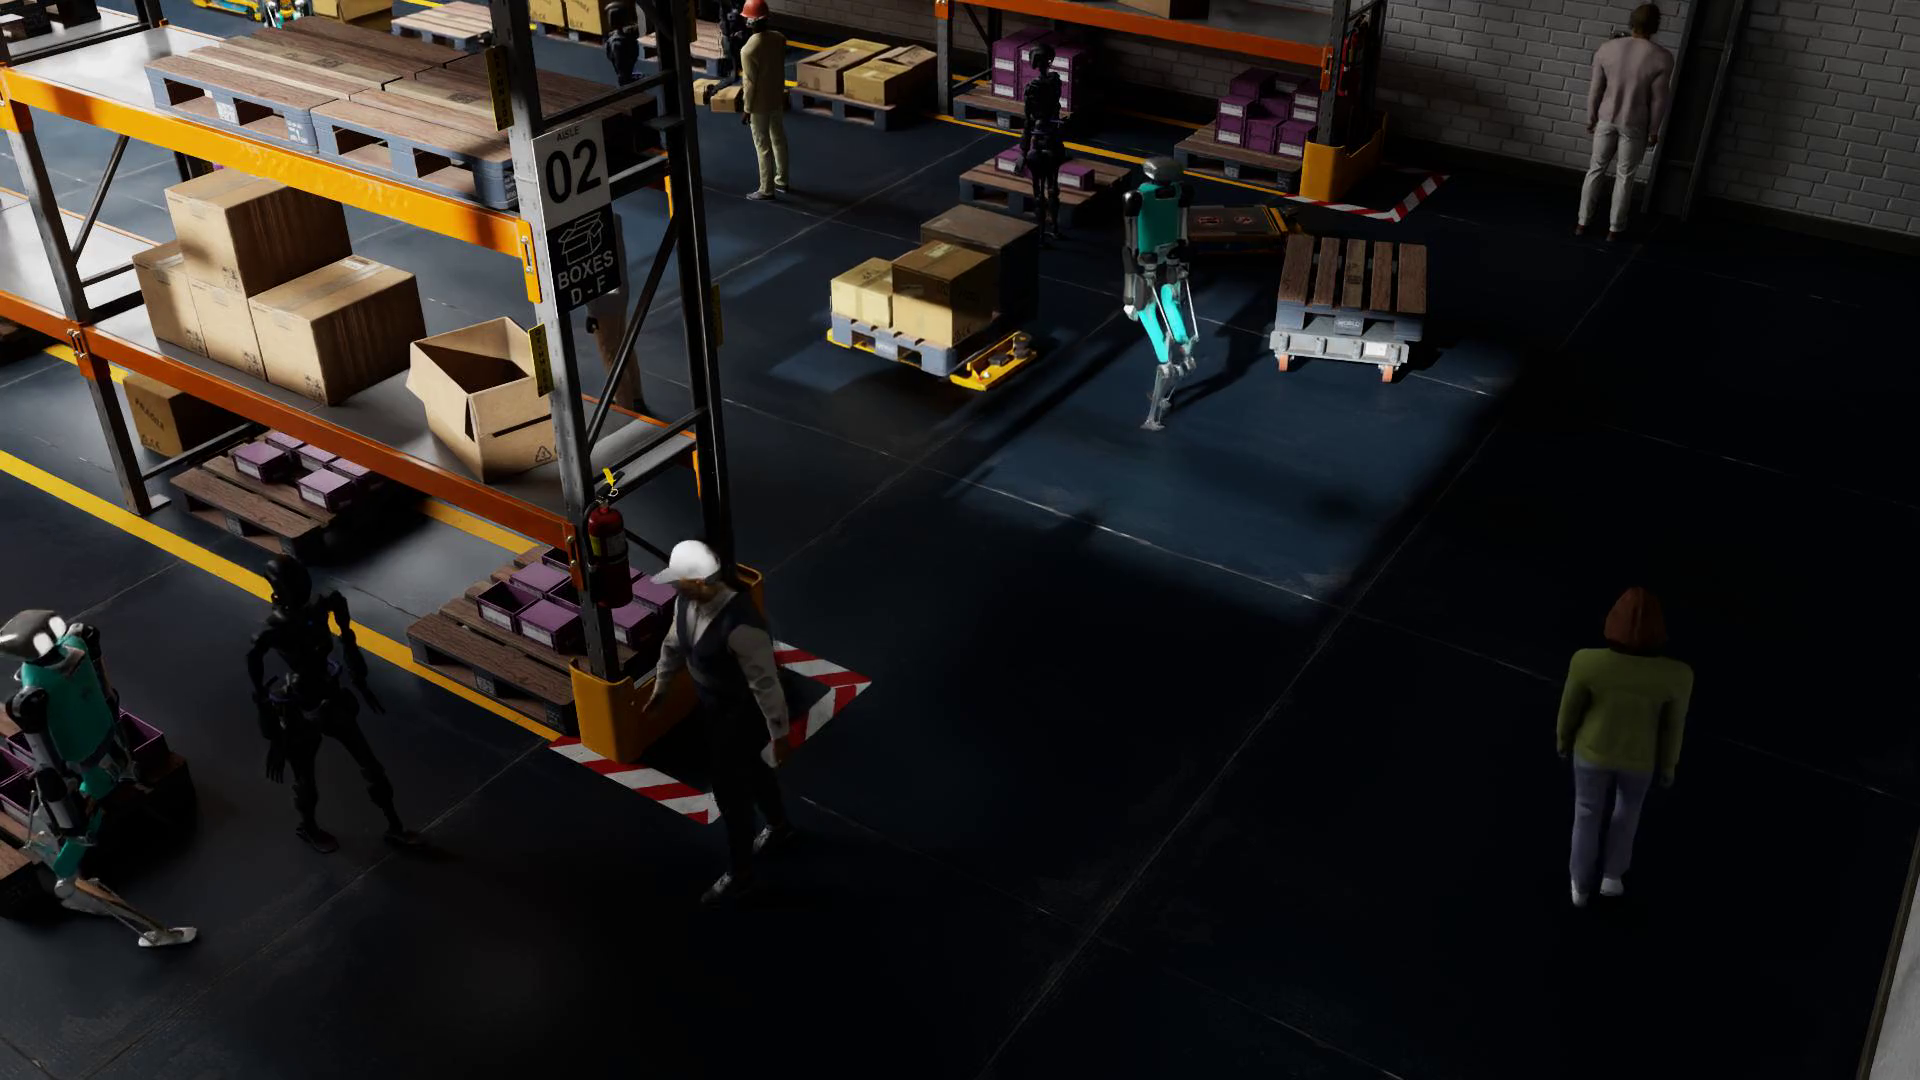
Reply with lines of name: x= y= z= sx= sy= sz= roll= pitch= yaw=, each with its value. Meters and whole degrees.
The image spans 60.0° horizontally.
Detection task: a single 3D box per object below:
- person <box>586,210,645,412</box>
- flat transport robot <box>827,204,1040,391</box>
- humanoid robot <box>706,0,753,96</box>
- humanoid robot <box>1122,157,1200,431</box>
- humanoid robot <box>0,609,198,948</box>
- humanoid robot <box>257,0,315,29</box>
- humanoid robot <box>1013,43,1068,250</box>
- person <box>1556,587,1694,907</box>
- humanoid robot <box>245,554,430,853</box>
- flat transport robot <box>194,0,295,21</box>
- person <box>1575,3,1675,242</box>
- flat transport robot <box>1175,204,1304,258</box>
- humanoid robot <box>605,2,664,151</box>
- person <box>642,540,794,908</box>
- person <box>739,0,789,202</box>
person: x=-2.362 y=-1.606 z=10.988 sx=0.356 sy=1.745 sz=0.565 roll=3 pitch=33 yaw=4
flat transport robot: x=-0.210 y=-1.460 z=12.117 sx=1.431 sy=0.231 sz=0.659 roll=21 pitch=39 yaw=29
humanoid robot: x=-2.200 y=-5.006 z=16.290 sx=0.571 sy=1.643 sz=0.600 roll=19 pitch=38 yaw=26
humanoid robot: x=1.410 y=-1.562 z=10.909 sx=0.551 sy=1.770 sz=0.774 roll=-19 pitch=37 yaw=-26
humanoid robot: x=-3.820 y=1.033 z=6.960 sx=0.886 sy=1.784 sz=0.563 roll=2 pitch=33 yaw=4
humanoid robot: x=-6.607 y=-5.082 z=16.443 sx=0.547 sy=1.911 sz=0.706 roll=-14 pitch=36 yaw=-20
humanoid robot: x=0.664 y=-3.188 z=13.467 sx=0.315 sy=1.659 sz=0.599 roll=20 pitch=38 yaw=27
person: x=2.834 y=0.916 z=7.217 sx=0.520 sy=1.613 sz=0.372 roll=11 pitch=35 yaw=17
humanoid robot: x=-2.847 y=0.768 z=7.411 sx=0.656 sy=1.639 sz=0.607 roll=18 pitch=37 yaw=25
flat transport robot: x=-8.353 y=-6.389 z=19.693 sx=1.431 sy=0.231 sz=0.659 roll=20 pitch=38 yaw=27
person: x=5.408 y=-3.396 z=13.564 sx=0.630 sy=1.940 sz=0.372 roll=22 pitch=39 yaw=30
flat transport robot: x=2.135 y=-2.550 z=13.793 sx=1.431 sy=0.231 sz=0.659 roll=-1 pitch=33 yaw=-2
humanoid robot: x=-2.846 y=-3.890 z=14.599 sx=0.755 sy=1.638 sz=0.595 roll=-1 pitch=33 yaw=-2
person: x=-1.067 y=0.795 z=7.331 sx=0.745 sy=1.710 sz=0.732 roll=-26 pitch=41 yaw=-34
person: x=-1.707 y=-3.802 z=14.352 sx=0.325 sy=1.752 sz=0.562 roll=18 pitch=37 yaw=25
